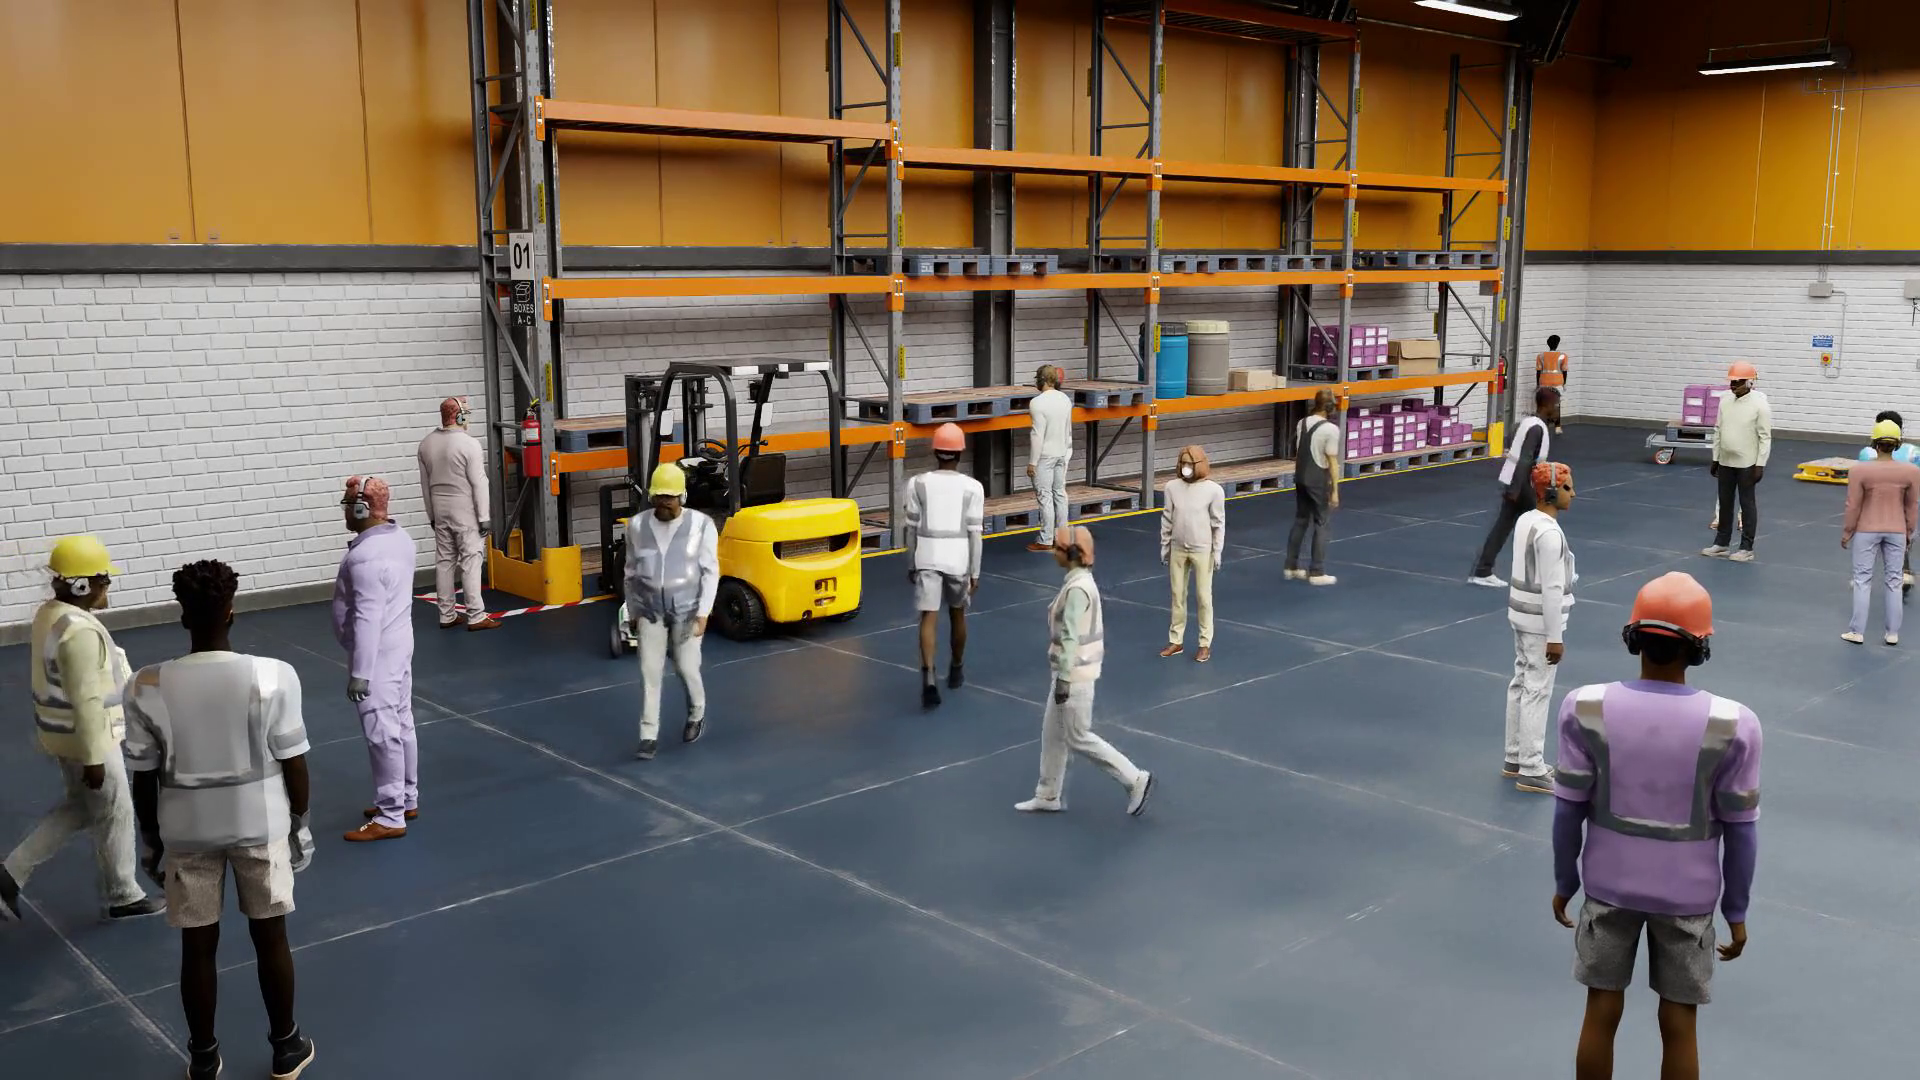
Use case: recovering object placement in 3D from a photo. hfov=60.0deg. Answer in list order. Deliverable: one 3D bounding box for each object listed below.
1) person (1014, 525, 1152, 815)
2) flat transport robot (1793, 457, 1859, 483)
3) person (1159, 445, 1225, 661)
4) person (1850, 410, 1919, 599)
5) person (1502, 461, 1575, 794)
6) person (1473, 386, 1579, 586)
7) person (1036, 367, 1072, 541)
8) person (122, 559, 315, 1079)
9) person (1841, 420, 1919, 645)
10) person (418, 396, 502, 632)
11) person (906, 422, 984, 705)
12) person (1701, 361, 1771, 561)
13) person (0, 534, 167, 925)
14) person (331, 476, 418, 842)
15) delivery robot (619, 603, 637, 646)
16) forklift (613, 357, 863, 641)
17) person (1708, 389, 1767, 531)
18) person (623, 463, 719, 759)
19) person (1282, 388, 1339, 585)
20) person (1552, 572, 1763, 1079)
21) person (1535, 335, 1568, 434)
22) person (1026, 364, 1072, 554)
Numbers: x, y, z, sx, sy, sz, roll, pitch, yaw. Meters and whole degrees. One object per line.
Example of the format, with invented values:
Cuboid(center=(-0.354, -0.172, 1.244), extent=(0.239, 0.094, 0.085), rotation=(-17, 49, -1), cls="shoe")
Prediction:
Cuboid(center=(0.670, 0.714, 8.938), extent=(0.678, 1.616, 0.519), rotation=(0, 10, -1), cls="person")
Cuboid(center=(11.959, -0.955, 22.643), extent=(1.431, 0.197, 0.652), rotation=(-9, 13, -43), cls="flat transport robot")
Cuboid(center=(1.739, 0.096, 12.511), extent=(0.507, 1.630, 0.268), rotation=(6, 12, 32), cls="person")
Cuboid(center=(8.258, -0.318, 14.800), extent=(0.530, 1.675, 0.779), rotation=(1, 10, 8), cls="person")
Cuboid(center=(3.309, 0.491, 9.469), extent=(0.349, 1.881, 0.584), rotation=(0, 10, 3), cls="person")
Cuboid(center=(5.230, -0.478, 15.256), extent=(1.011, 1.840, 0.601), rotation=(1, 10, 7), cls="person")
Cuboid(center=(0.996, -0.873, 17.466), extent=(0.358, 1.879, 0.580), rotation=(-2, 10, -10), cls="person")
Cuboid(center=(-2.657, 1.037, 6.022), extent=(0.607, 1.966, 0.367), rotation=(-3, 10, -17), cls="person")
Cuboid(center=(7.179, -0.054, 12.998), extent=(0.522, 1.769, 0.318), rotation=(2, 10, 12), cls="person")
Cuboid(center=(-4.056, -0.211, 13.505), extent=(0.638, 1.910, 0.407), rotation=(5, 11, 25), cls="person")
Cuboid(center=(-0.106, 0.155, 11.382), extent=(0.537, 1.911, 0.920), rotation=(0, 10, 2), cls="person")
Cuboid(center=(7.767, -0.787, 16.620), extent=(0.396, 1.993, 0.618), rotation=(-4, 11, -24), cls="person")
Cuboid(center=(-3.988, 0.880, 7.417), extent=(0.711, 1.807, 0.613), rotation=(-8, 12, -39), cls="person")
Cuboid(center=(-3.062, 0.610, 8.700), extent=(0.407, 1.908, 0.641), rotation=(0, 10, -3), cls="person")
Cuboid(center=(-2.402, 0.541, 12.779), extent=(0.477, 0.478, 0.707), rotation=(0, 10, -2), cls="delivery robot")
Cuboid(center=(-1.847, -0.414, 13.852), extent=(1.214, 2.155, 2.313), rotation=(-9, 13, -42), cls="forklift")
Cuboid(center=(8.617, -1.036, 18.430), extent=(0.513, 1.876, 0.328), rotation=(7, 12, 36), cls="person")
Cuboid(center=(-1.760, 0.415, 10.164), extent=(0.607, 1.810, 0.546), rotation=(1, 10, 3), cls="person")
Cuboid(center=(3.278, -0.490, 15.372), extent=(0.444, 1.824, 0.581), rotation=(-6, 11, -31), cls="person")
Cuboid(center=(2.225, 1.111, 5.366), extent=(0.611, 2.043, 0.375), rotation=(5, 11, 27), cls="person")
Cuboid(center=(10.098, -2.651, 28.405), extent=(0.533, 1.697, 0.322), rotation=(5, 11, 29), cls="person")
Cuboid(center=(0.901, -0.831, 17.043), extent=(0.354, 1.937, 0.635), rotation=(7, 12, 36), cls="person")
